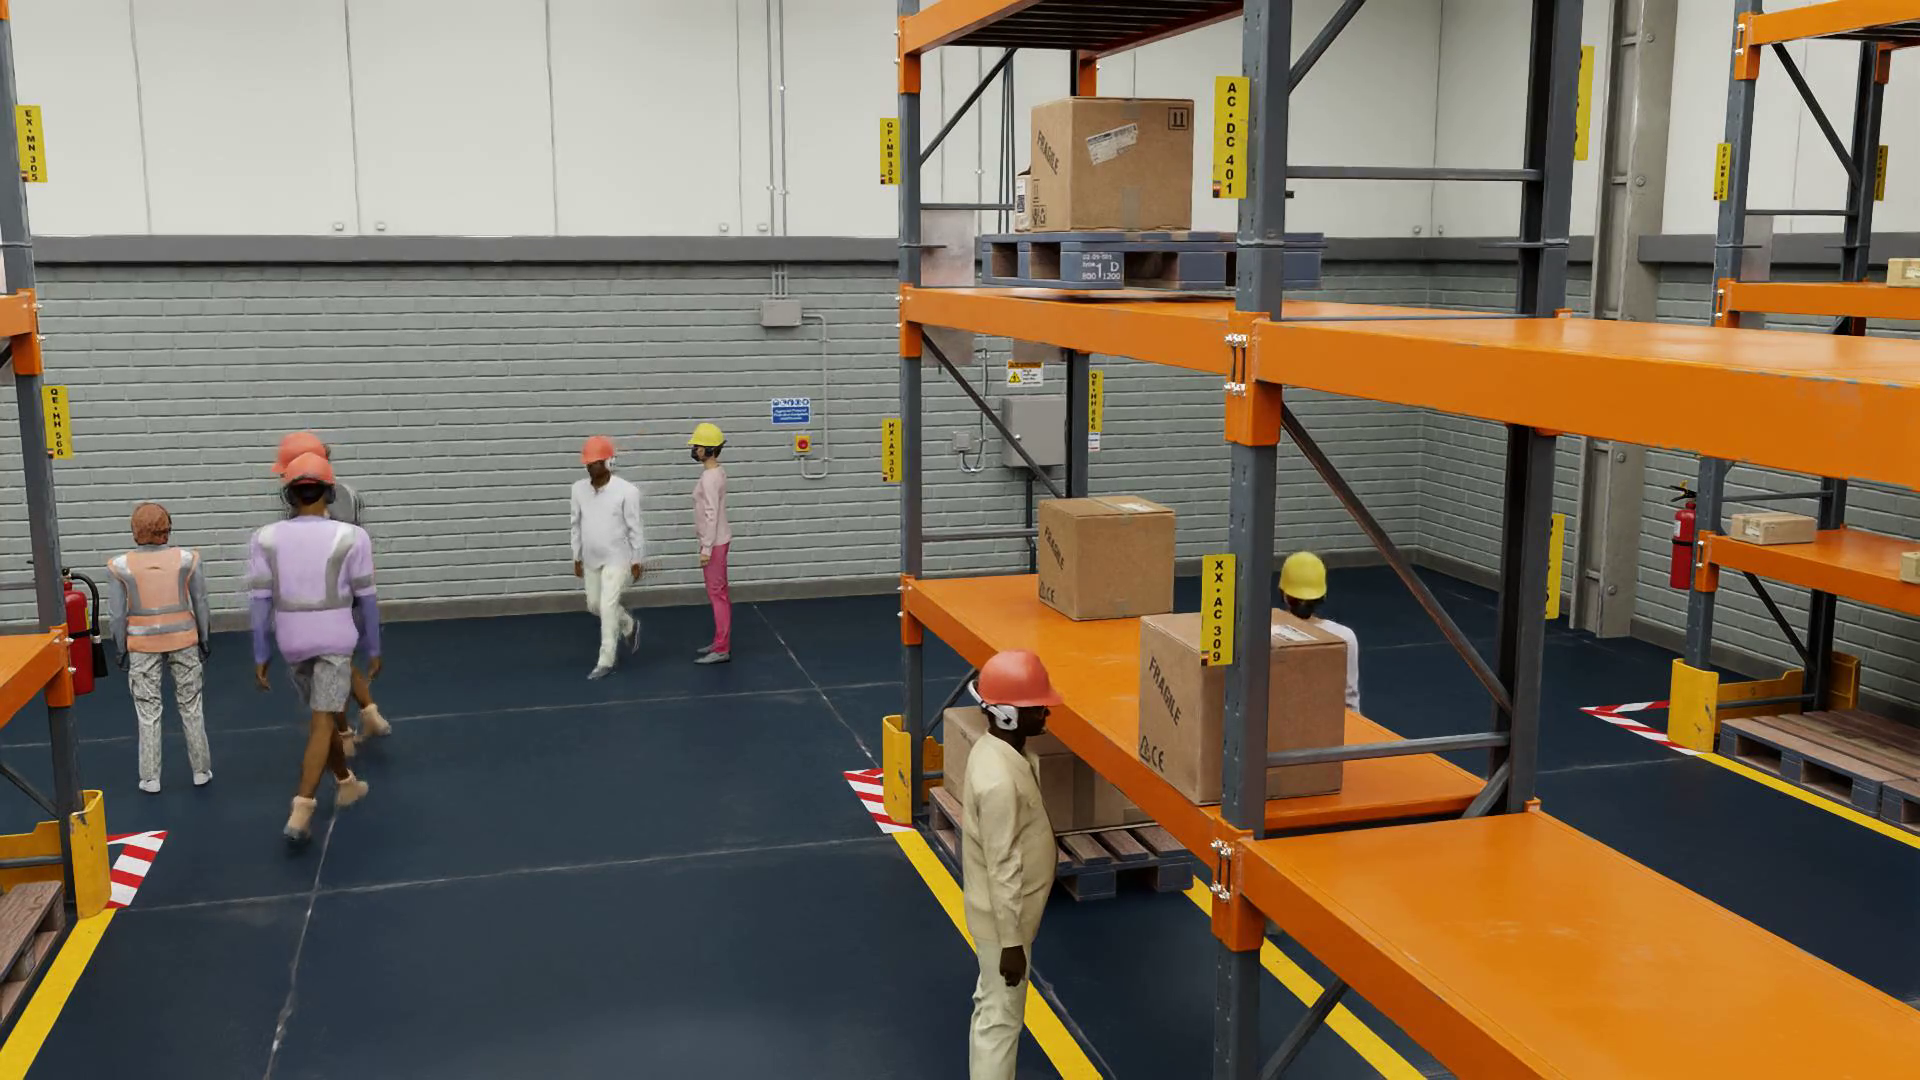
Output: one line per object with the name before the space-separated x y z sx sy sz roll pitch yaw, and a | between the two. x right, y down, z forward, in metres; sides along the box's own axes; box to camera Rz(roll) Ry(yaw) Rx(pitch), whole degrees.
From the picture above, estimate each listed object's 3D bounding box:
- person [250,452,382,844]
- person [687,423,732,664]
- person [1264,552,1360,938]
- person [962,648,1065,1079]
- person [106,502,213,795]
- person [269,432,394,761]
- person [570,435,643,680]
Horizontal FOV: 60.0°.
person | -3.358 0.549 8.639 0.619 1.993 1.024 0 10 1
person | -1.832 0.024 12.208 0.307 1.772 0.526 -1 10 -4
person | 1.455 0.903 7.257 0.540 1.748 0.451 3 10 14
person | 0.172 1.211 5.486 0.330 1.751 0.564 0 10 0
person | -4.444 0.604 9.274 0.514 1.641 0.307 -6 11 -30
person | -3.691 0.350 9.710 0.445 2.005 0.660 1 10 7
person | -2.504 0.095 11.929 0.569 1.730 0.685 4 11 23
